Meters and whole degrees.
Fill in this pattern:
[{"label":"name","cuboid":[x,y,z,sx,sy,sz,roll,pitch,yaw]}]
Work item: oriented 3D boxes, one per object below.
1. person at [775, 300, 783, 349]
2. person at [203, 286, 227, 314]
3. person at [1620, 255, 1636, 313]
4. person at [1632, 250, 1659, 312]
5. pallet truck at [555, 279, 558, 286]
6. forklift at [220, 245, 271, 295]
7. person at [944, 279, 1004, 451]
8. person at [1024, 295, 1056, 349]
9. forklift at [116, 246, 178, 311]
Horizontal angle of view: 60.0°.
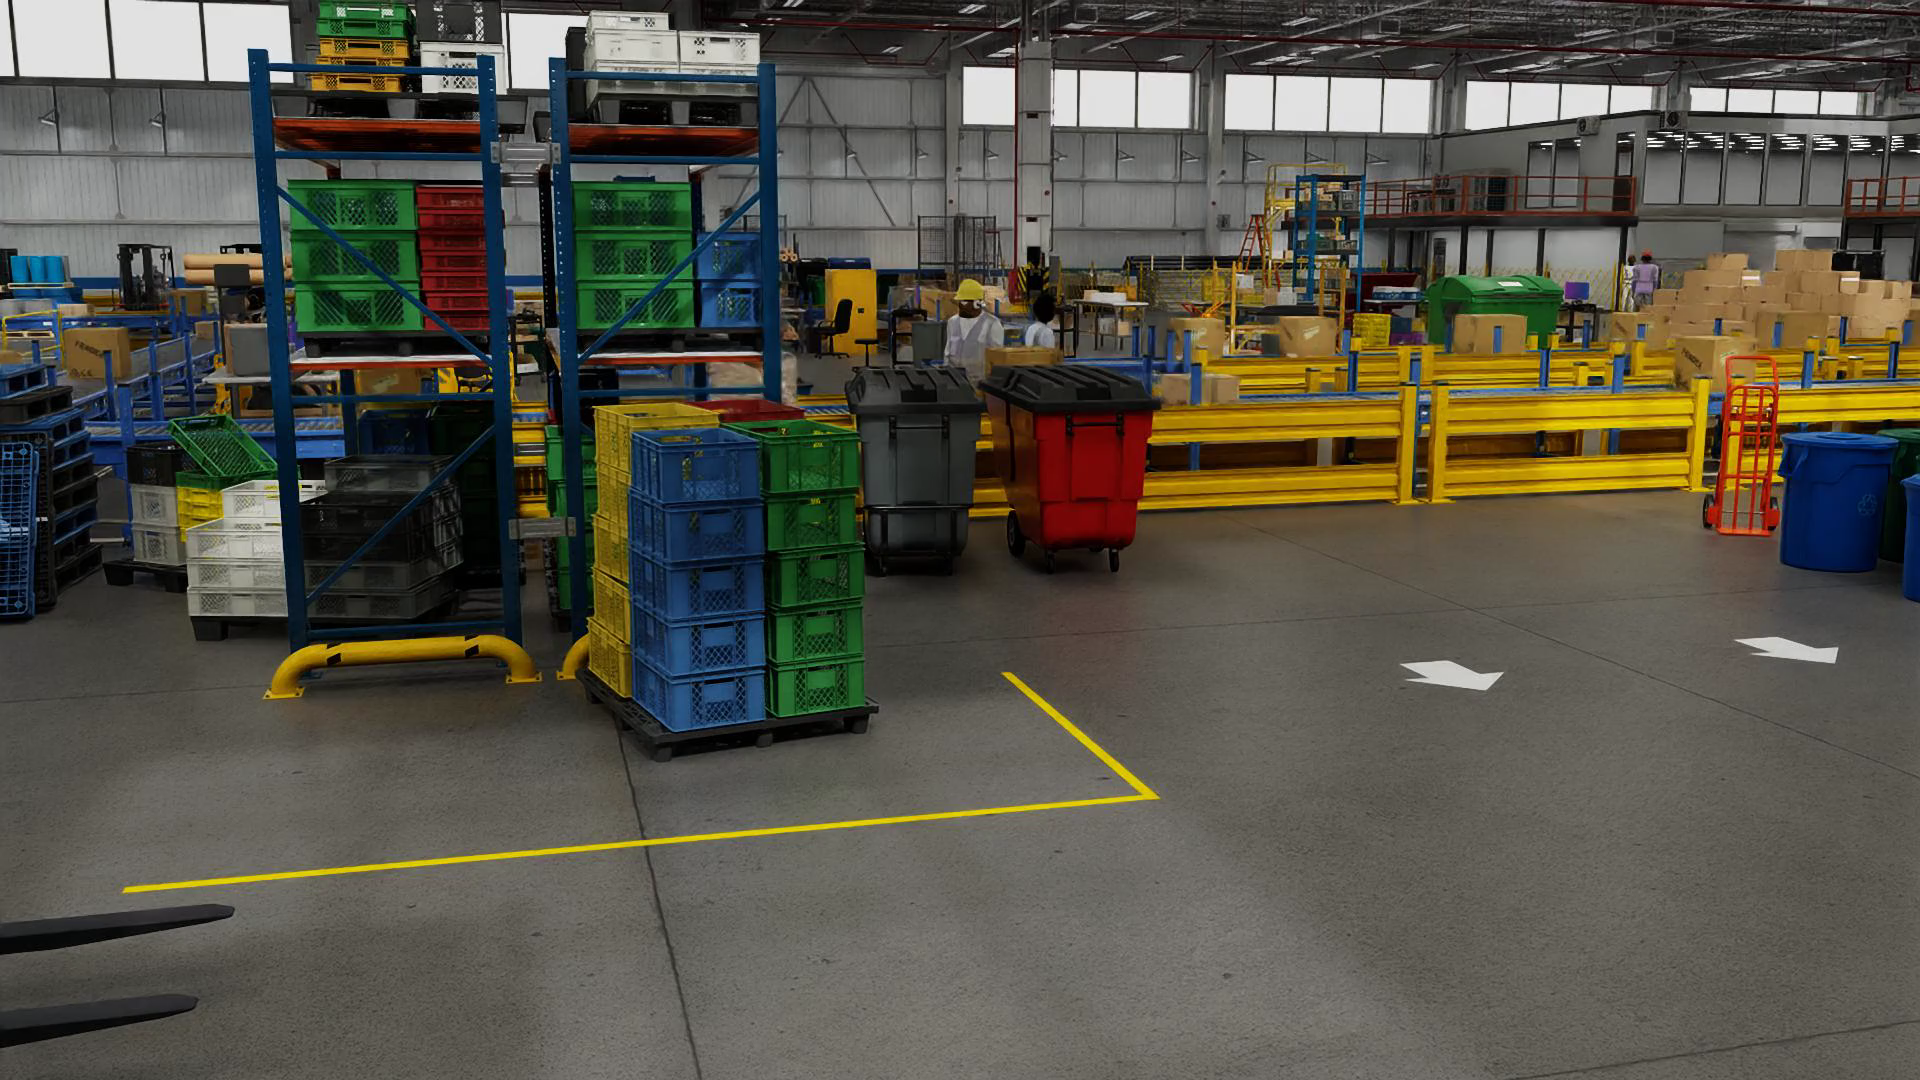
[{"label":"person","cuboid":[-2.836,-2.990,24.054,0.637,1.746,0.553,2,10,12]},{"label":"person","cuboid":[-16.607,-5.343,37.172,0.600,1.832,0.404,4,11,21]},{"label":"person","cuboid":[19.445,-7.332,48.297,0.574,1.883,0.355,0,10,-1]},{"label":"person","cuboid":[17.091,-6.213,41.528,0.607,2.034,0.396,4,11,20]},{"label":"pallet truck","cuboid":[-10.604,-6.375,44.520,0.653,1.274,1.630,-3,10,-15]},{"label":"forklift","cuboid":[-17.749,-6.334,41.440,1.157,1.987,2.680,-3,10,-17]},{"label":"person","cuboid":[0.107,-1.442,15.096,0.591,1.829,0.404,6,12,31]},{"label":"person","cuboid":[0.836,-1.602,16.504,0.882,1.640,0.547,-2,10,-12]},{"label":"forklift","cuboid":[-19.966,-6.232,40.894,1.157,1.987,2.680,-3,10,-15]}]
